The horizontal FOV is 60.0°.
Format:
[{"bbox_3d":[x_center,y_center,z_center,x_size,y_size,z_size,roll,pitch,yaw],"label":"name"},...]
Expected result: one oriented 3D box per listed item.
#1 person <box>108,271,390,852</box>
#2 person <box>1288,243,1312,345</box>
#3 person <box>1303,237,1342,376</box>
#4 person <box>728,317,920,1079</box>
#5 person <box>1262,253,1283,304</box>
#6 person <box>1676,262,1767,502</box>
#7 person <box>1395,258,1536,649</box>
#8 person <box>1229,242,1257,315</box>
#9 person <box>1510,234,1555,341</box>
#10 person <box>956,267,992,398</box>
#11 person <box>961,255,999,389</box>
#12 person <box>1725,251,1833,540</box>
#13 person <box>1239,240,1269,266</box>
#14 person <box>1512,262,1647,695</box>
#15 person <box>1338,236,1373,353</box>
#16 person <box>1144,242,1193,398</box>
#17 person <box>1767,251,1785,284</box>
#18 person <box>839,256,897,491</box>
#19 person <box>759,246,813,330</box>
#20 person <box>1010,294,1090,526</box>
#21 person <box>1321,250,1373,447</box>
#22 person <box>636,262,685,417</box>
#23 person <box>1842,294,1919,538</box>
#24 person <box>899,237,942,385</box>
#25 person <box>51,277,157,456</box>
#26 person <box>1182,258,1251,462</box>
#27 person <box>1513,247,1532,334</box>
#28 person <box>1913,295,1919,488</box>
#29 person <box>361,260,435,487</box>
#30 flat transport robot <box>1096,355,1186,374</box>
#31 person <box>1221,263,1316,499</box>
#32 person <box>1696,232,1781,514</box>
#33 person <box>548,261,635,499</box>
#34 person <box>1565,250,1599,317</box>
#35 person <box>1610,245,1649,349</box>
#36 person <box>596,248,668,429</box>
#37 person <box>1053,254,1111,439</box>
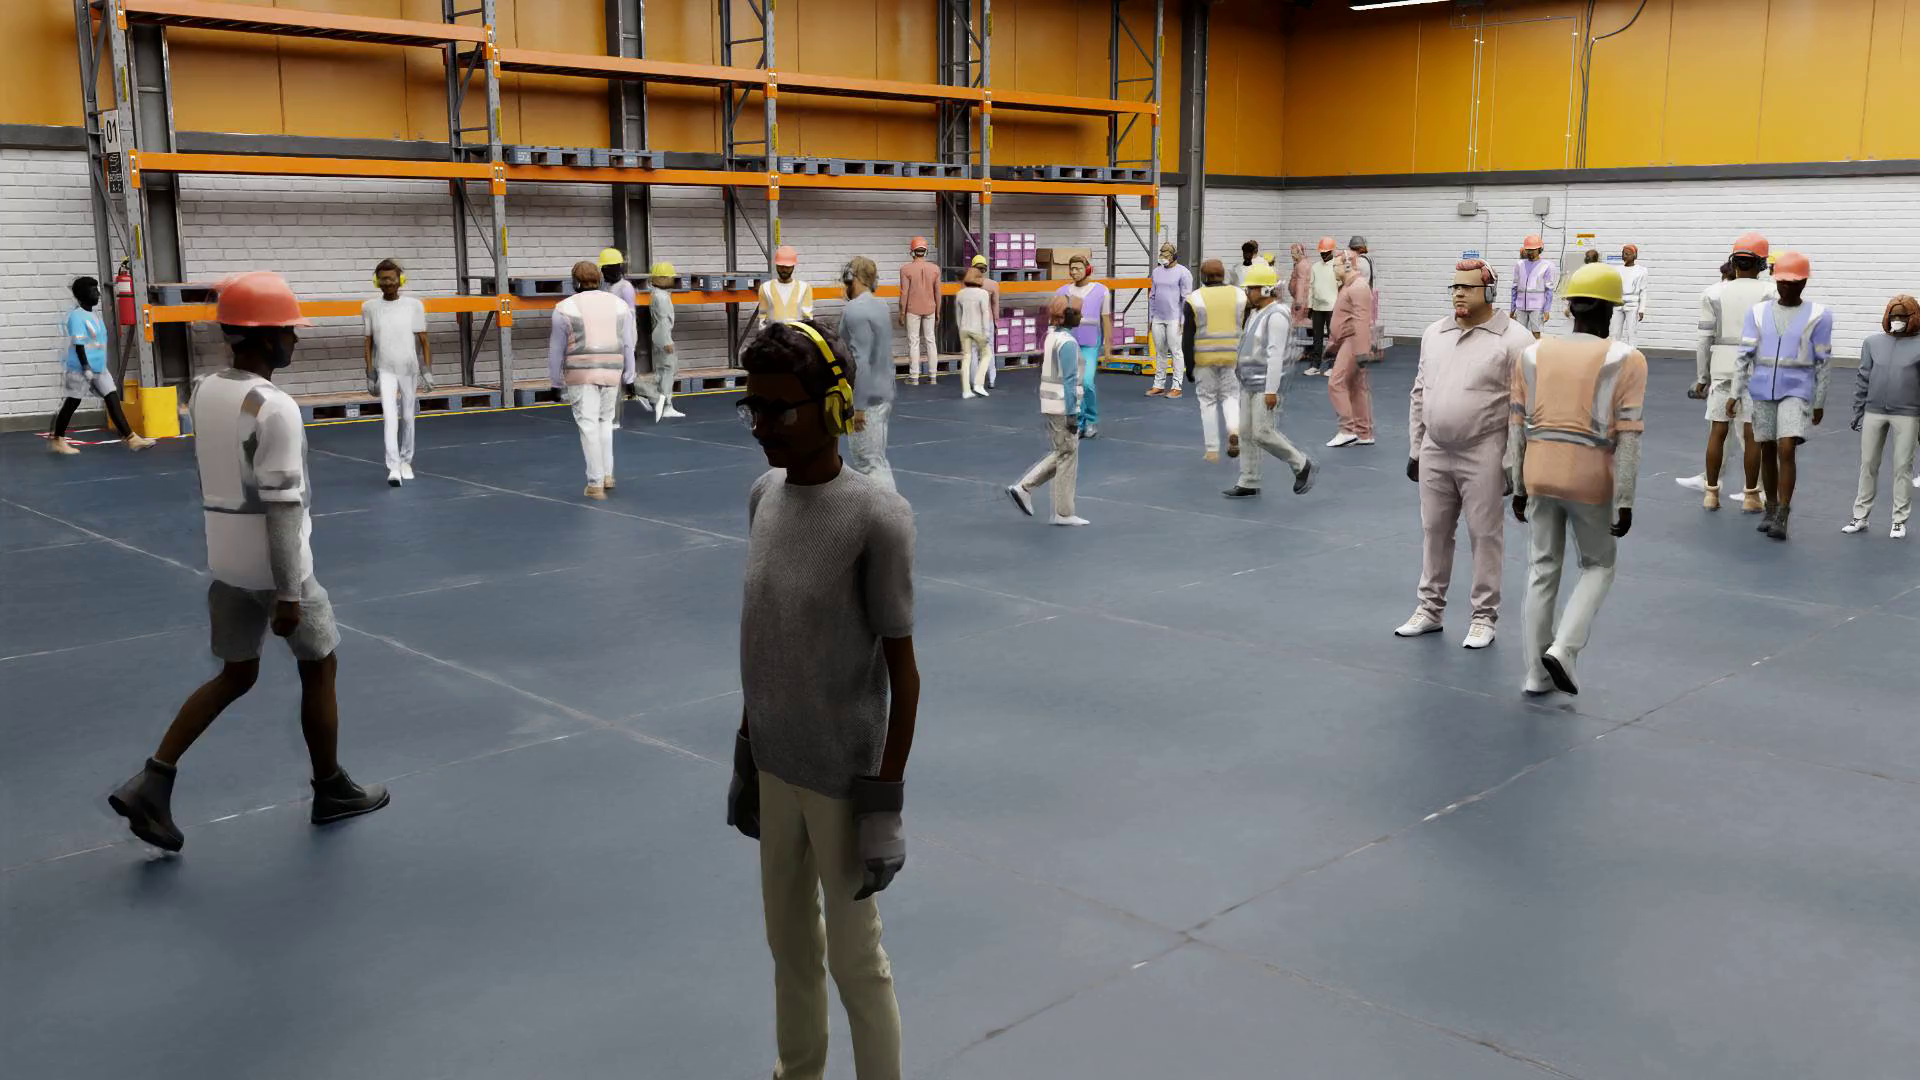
[{"bbox_3d":[-2.363,0.079,5.468,0.541,1.915,0.852,7,12,33],"label":"person"},{"bbox_3d":[5.792,-4.056,28.086,0.504,1.882,0.683,3,11,14],"label":"person"},{"bbox_3d":[5.264,-3.351,23.963,0.391,1.988,0.611,-10,14,-43],"label":"person"},{"bbox_3d":[-0.298,0.491,3.361,0.328,1.861,0.519,-10,14,-43],"label":"person"},{"bbox_3d":[5.319,-4.083,28.717,0.877,1.708,0.524,8,13,37],"label":"person"},{"bbox_3d":[5.852,-1.208,12.713,0.845,1.829,0.506,9,14,41],"label":"person"},{"bbox_3d":[2.487,-0.424,8.220,0.407,1.910,0.640,-10,14,-43],"label":"person"},{"bbox_3d":[4.684,-3.887,27.097,0.606,1.922,0.975,3,11,14],"label":"person"},{"bbox_3d":[7.997,-3.261,23.339,0.388,2.036,0.605,-10,14,-43],"label":"person"},{"bbox_3d":[0.176,-2.585,20.771,0.528,1.613,0.450,7,12,33],"label":"person"},{"bbox_3d":[0.256,-2.870,21.953,0.533,1.765,0.330,-3,11,-14],"label":"person"},{"bbox_3d":[5.456,-0.963,11.144,0.558,1.904,0.807,9,14,41],"label":"person"},{"bbox_3d":[4.973,-4.143,28.412,0.372,1.940,0.627,-10,14,-43],"label":"person"},{"bbox_3d":[2.671,-0.244,7.250,0.598,1.909,0.495,9,14,41],"label":"person"},{"bbox_3d":[6.553,-4.097,27.883,0.767,2.000,0.686,4,11,22],"label":"person"},{"bbox_3d":[2.603,-2.741,20.778,0.372,1.936,0.627,-10,14,-43],"label":"person"},{"bbox_3d":[11.229,-3.103,23.100,0.622,1.799,0.752,-9,14,-40],"label":"person"},{"bbox_3d":[-0.585,-0.822,10.462,0.374,1.897,0.723,2,11,8],"label":"person"},{"bbox_3d":[-1.713,-1.934,16.429,0.541,1.917,0.523,-1,10,-6],"label":"person"},{"bbox_3d":[0.654,-0.889,11.543,0.456,1.626,0.514,-2,11,-9],"label":"person"},{"bbox_3d":[3.718,-1.835,16.000,0.605,1.879,0.663,1,10,8],"label":"person"},{"bbox_3d":[-3.340,-2.224,18.529,0.449,1.728,0.489,-2,10,-8],"label":"person"},{"bbox_3d":[6.267,-0.831,11.185,0.283,1.633,0.499,-10,14,-43],"label":"person"},{"bbox_3d":[-0.551,-3.104,22.593,0.621,1.992,0.397,-5,11,-25],"label":"person"},{"bbox_3d":[-7.990,-1.594,15.300,0.901,1.641,0.538,-1,10,-4],"label":"person"},{"bbox_3d":[2.284,-1.581,14.770,0.651,1.821,0.548,-1,10,-5],"label":"person"},{"bbox_3d":[8.685,-3.544,25.341,0.593,1.865,0.629,-4,11,-21],"label":"person"},{"bbox_3d":[7.769,-1.356,13.309,0.502,1.899,0.608,1,10,3],"label":"person"},{"bbox_3d":[-4.563,-1.354,13.525,0.536,1.819,0.967,-3,11,-18],"label":"person"},{"bbox_3d":[2.567,-2.594,24.516,0.652,0.197,1.431,-10,14,-44],"label":"flat transport robot"},{"bbox_3d":[2.359,-1.193,12.673,0.616,1.811,0.604,-2,11,-10],"label":"person"},{"bbox_3d":[5.694,-1.211,12.138,0.605,2.045,0.378,7,13,35],"label":"person"},{"bbox_3d":[-2.886,-1.241,12.892,0.661,1.823,0.596,-7,13,-35],"label":"person"},{"bbox_3d":[9.679,-3.582,25.747,0.510,1.791,0.964,-5,12,-25],"label":"person"},{"bbox_3d":[9.841,-3.413,24.586,0.355,1.883,0.574,-10,14,-43],"label":"person"},{"bbox_3d":[-3.491,-2.103,17.409,0.786,1.899,0.583,-5,12,-27],"label":"person"},{"bbox_3d":[1.199,-1.898,16.451,0.602,1.830,0.456,5,12,27],"label":"person"}]
